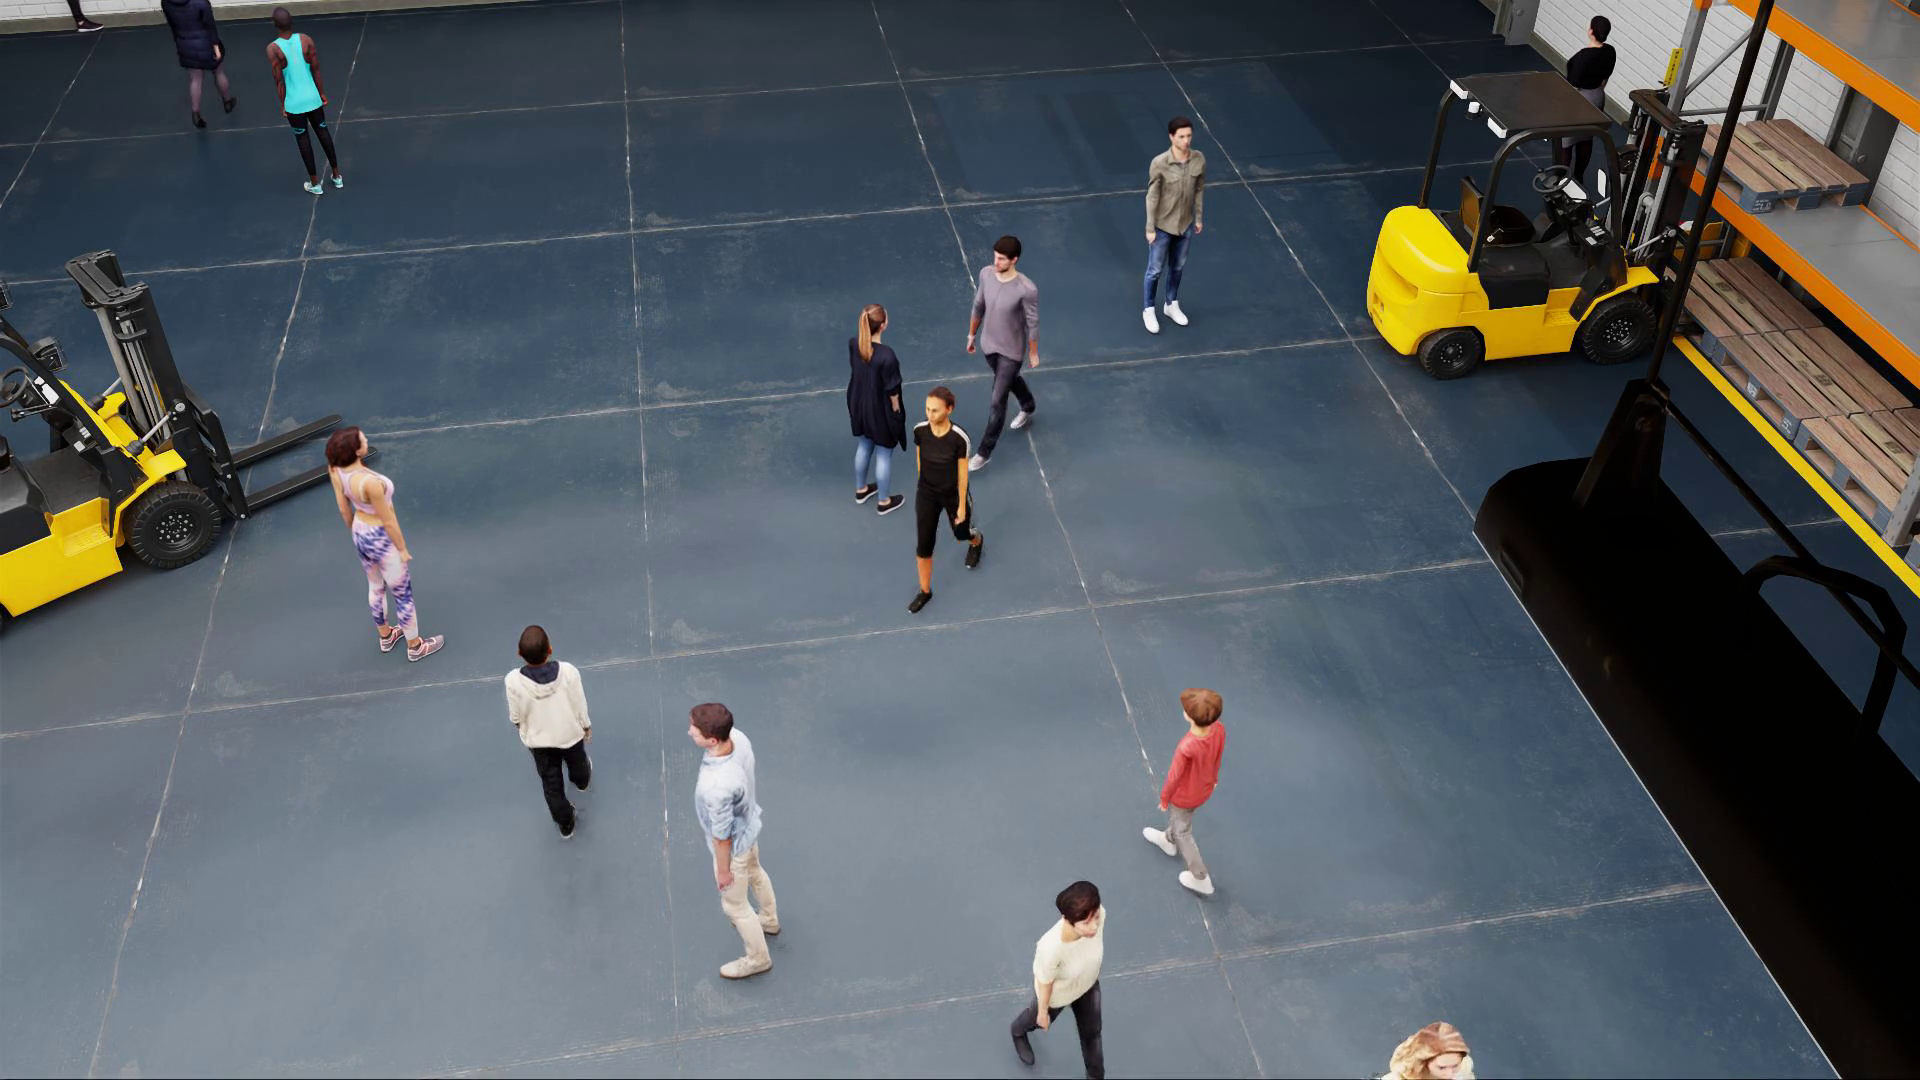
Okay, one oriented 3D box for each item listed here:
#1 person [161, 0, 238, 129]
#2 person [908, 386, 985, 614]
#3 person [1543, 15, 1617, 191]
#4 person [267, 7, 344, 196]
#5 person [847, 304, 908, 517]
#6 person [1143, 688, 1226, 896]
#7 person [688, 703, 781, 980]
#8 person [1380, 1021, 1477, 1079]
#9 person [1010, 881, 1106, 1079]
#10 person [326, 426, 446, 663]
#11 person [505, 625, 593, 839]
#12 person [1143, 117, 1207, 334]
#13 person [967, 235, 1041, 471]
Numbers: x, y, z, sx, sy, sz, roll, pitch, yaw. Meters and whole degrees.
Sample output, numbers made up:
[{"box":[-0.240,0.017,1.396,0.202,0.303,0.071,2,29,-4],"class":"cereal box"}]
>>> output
[{"box":[-7.825,-5.009,16.983,0.809,1.643,1.140,1,39,1],"class":"person"},{"box":[-0.059,-0.335,11.135,0.983,1.638,1.142,16,41,19],"class":"person"},{"box":[5.886,-4.093,15.743,0.744,1.760,0.718,-18,42,-21],"class":"person"},{"box":[-6.241,-4.172,15.801,0.675,1.811,0.674,-28,46,-30],"class":"person"},{"box":[-0.611,-0.932,11.846,0.687,1.683,0.776,30,47,32],"class":"person"},{"box":[1.309,1.396,9.157,0.785,1.401,0.908,-31,48,-33],"class":"person"},{"box":[-1.156,1.537,8.628,0.758,1.841,0.572,2,39,3],"class":"person"},{"box":[1.940,2.611,7.389,0.773,1.710,0.879,-19,42,-22],"class":"person"},{"box":[0.472,2.142,8.109,0.875,1.543,1.036,-27,46,-29],"class":"person"},{"box":[-3.706,0.015,10.594,0.672,1.767,0.711,19,42,22],"class":"person"},{"box":[-2.314,1.136,9.456,0.608,1.435,0.812,-7,39,-9],"class":"person"},{"box":[1.760,-2.646,13.848,0.749,1.864,0.665,-14,41,-17],"class":"person"},{"box":[0.390,-1.474,12.428,1.223,1.804,1.193,31,48,32],"class":"person"}]
